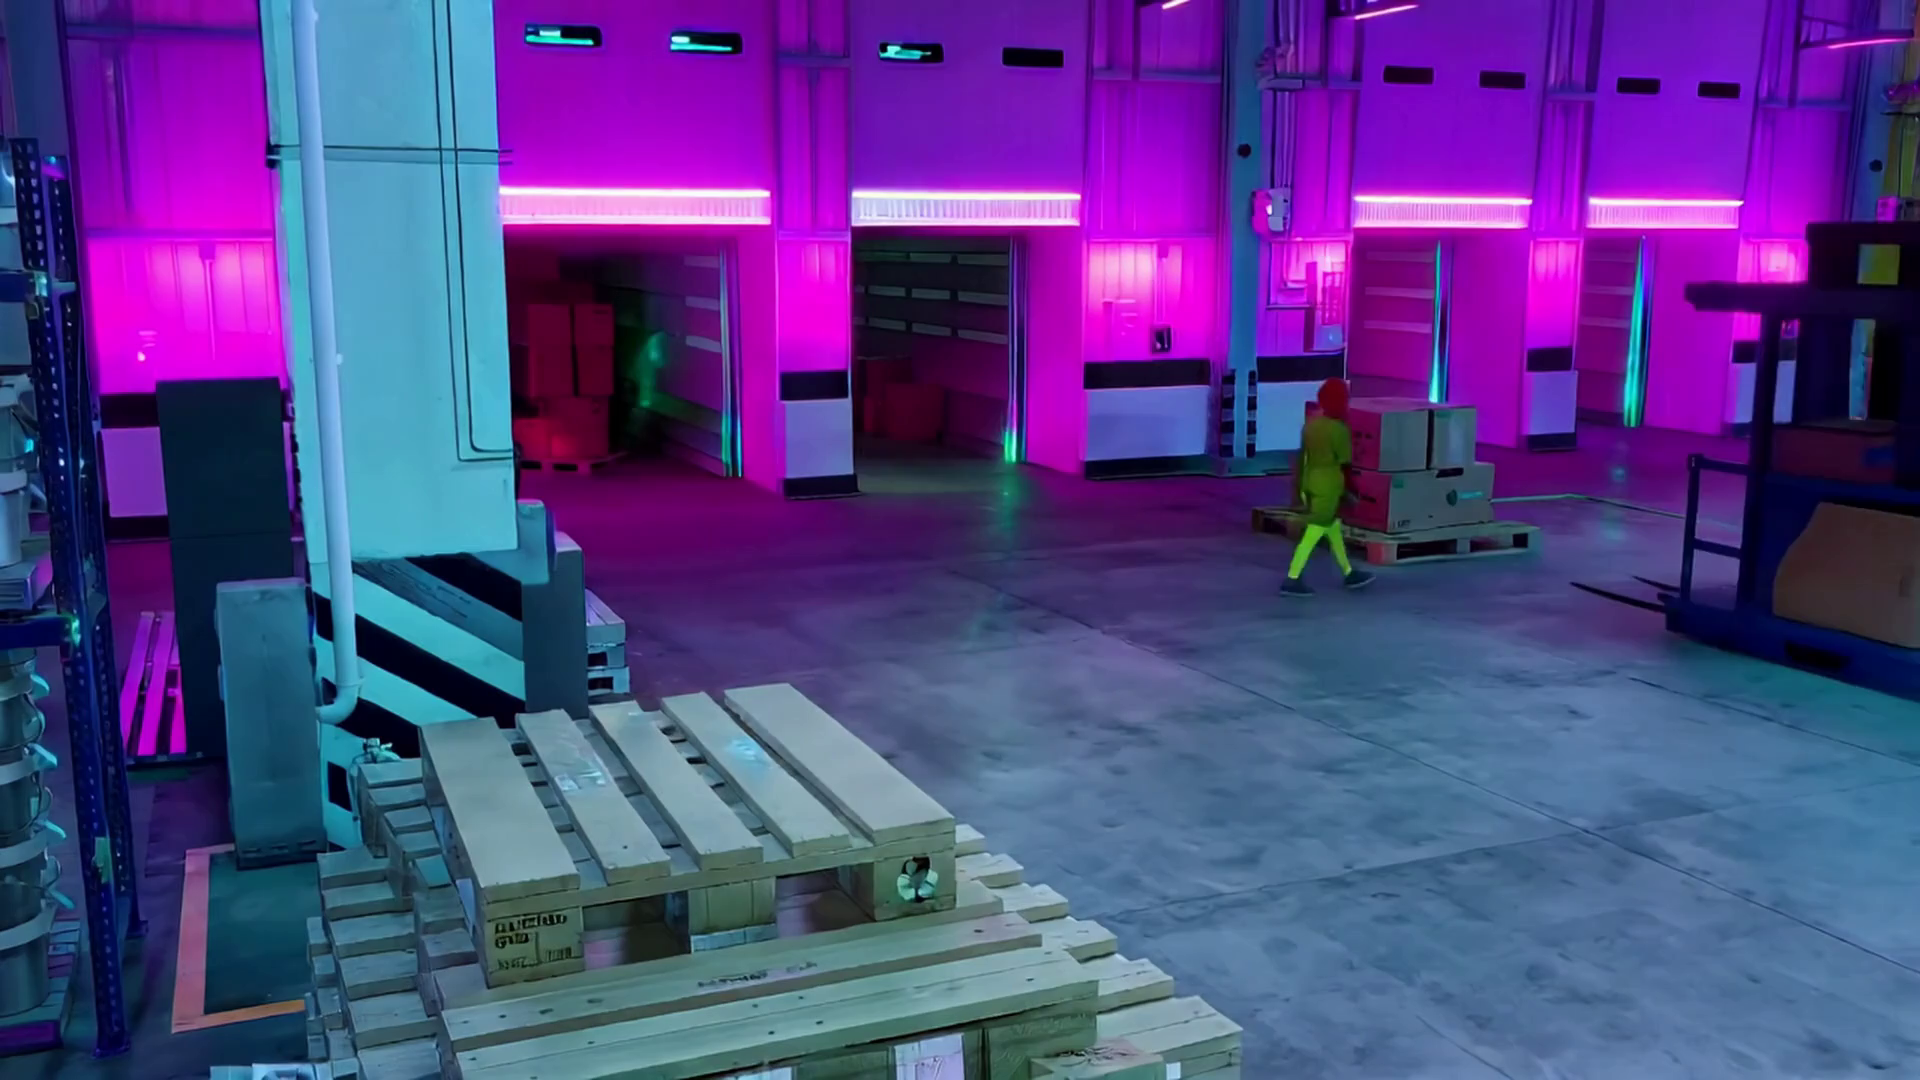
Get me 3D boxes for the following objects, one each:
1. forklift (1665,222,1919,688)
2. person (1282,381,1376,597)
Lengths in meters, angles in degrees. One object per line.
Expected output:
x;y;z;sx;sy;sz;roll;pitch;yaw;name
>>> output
5.764;-0.627;10.642;1.129;2.768;1.873;-4;11;-23;forklift
2.836;-0.391;12.717;0.865;1.647;0.548;-3;11;-17;person
